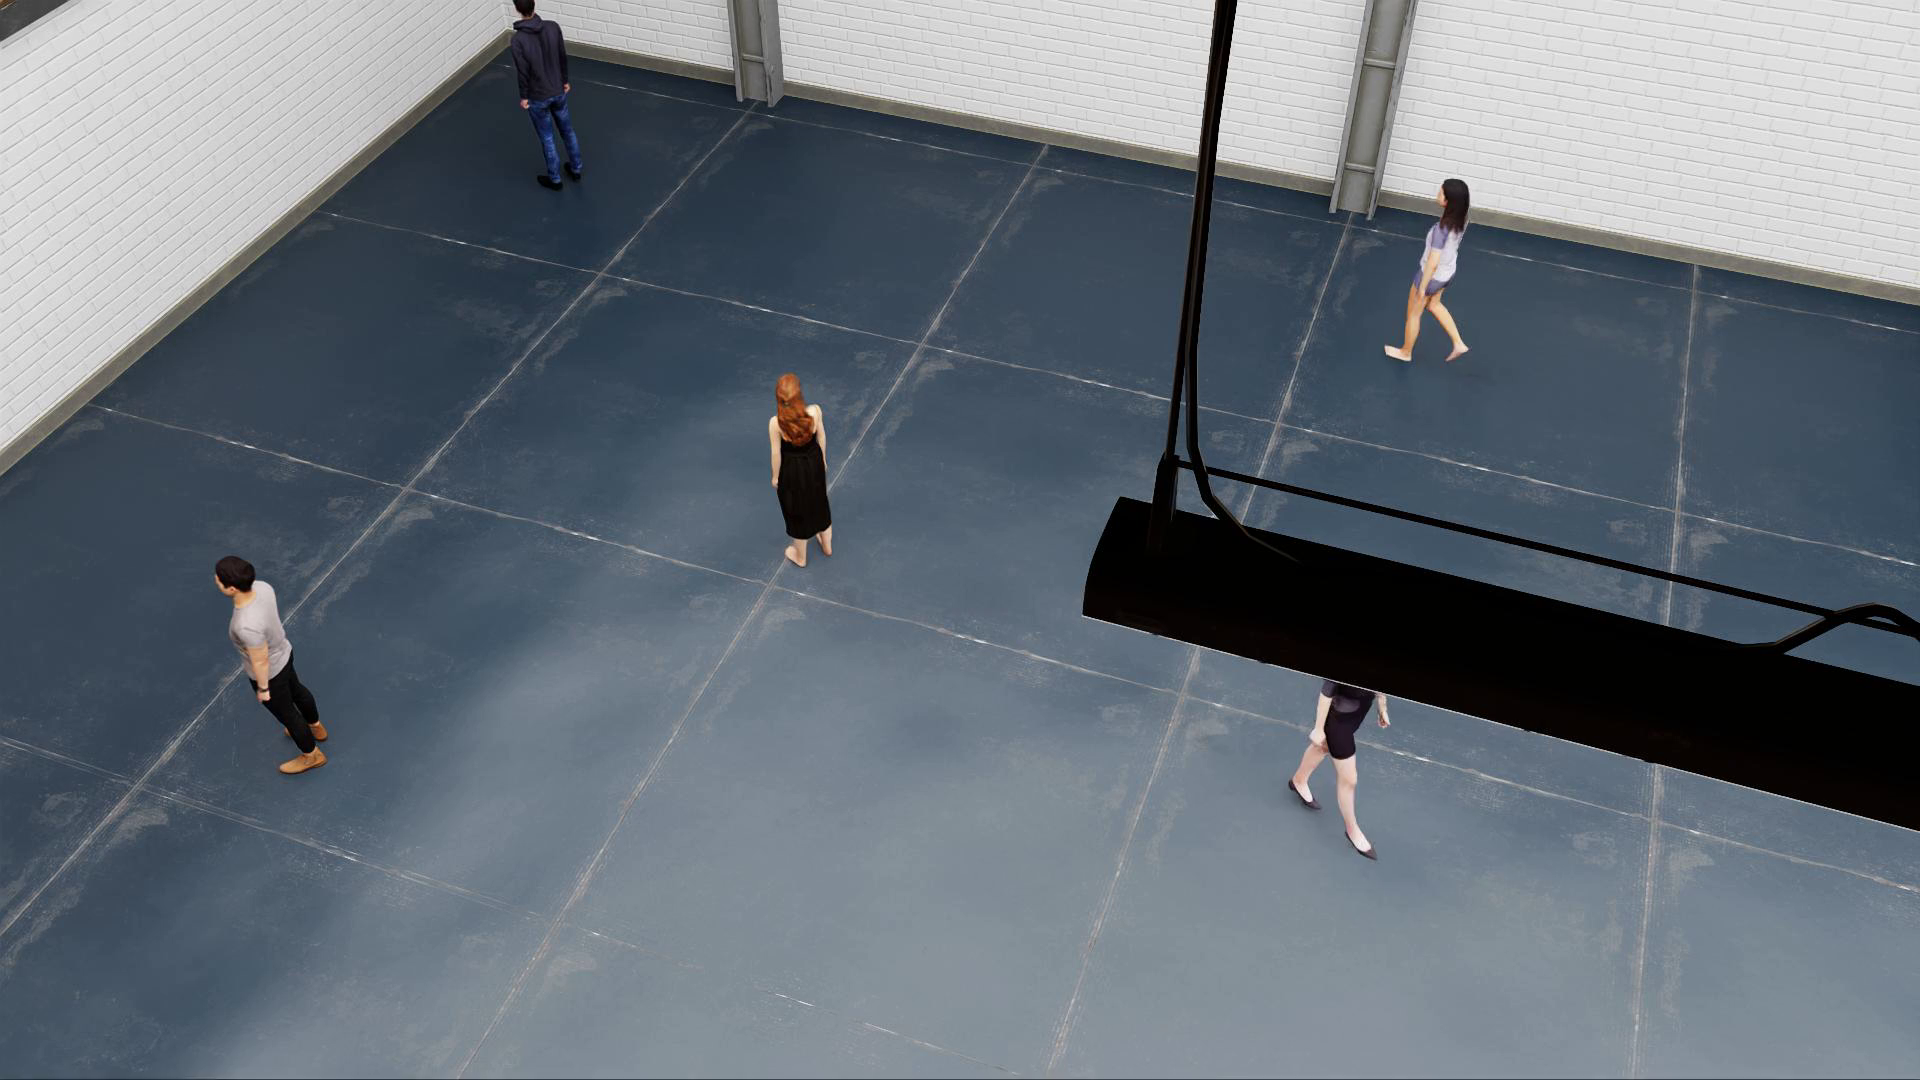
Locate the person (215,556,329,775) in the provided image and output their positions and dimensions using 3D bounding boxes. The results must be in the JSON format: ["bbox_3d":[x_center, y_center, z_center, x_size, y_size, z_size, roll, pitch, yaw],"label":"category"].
[{"bbox_3d":[-4.177,0.738,10.078,0.678,1.724,0.685,-5,44,-5],"label":"person"}]

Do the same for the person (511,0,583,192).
[{"bbox_3d":[-3.729,-4.040,14.974,0.726,1.890,0.753,34,53,31],"label":"person"}]

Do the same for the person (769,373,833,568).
[{"bbox_3d":[-1.092,-0.476,11.423,0.671,1.626,0.723,-22,48,-21],"label":"person"}]

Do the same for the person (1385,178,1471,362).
[{"bbox_3d":[3.785,-2.052,13.011,0.963,1.717,0.768,29,51,27],"label":"person"}]

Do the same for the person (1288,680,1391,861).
[{"bbox_3d":[2.177,0.993,9.750,0.886,1.807,1.069,-33,53,-30],"label":"person"}]
